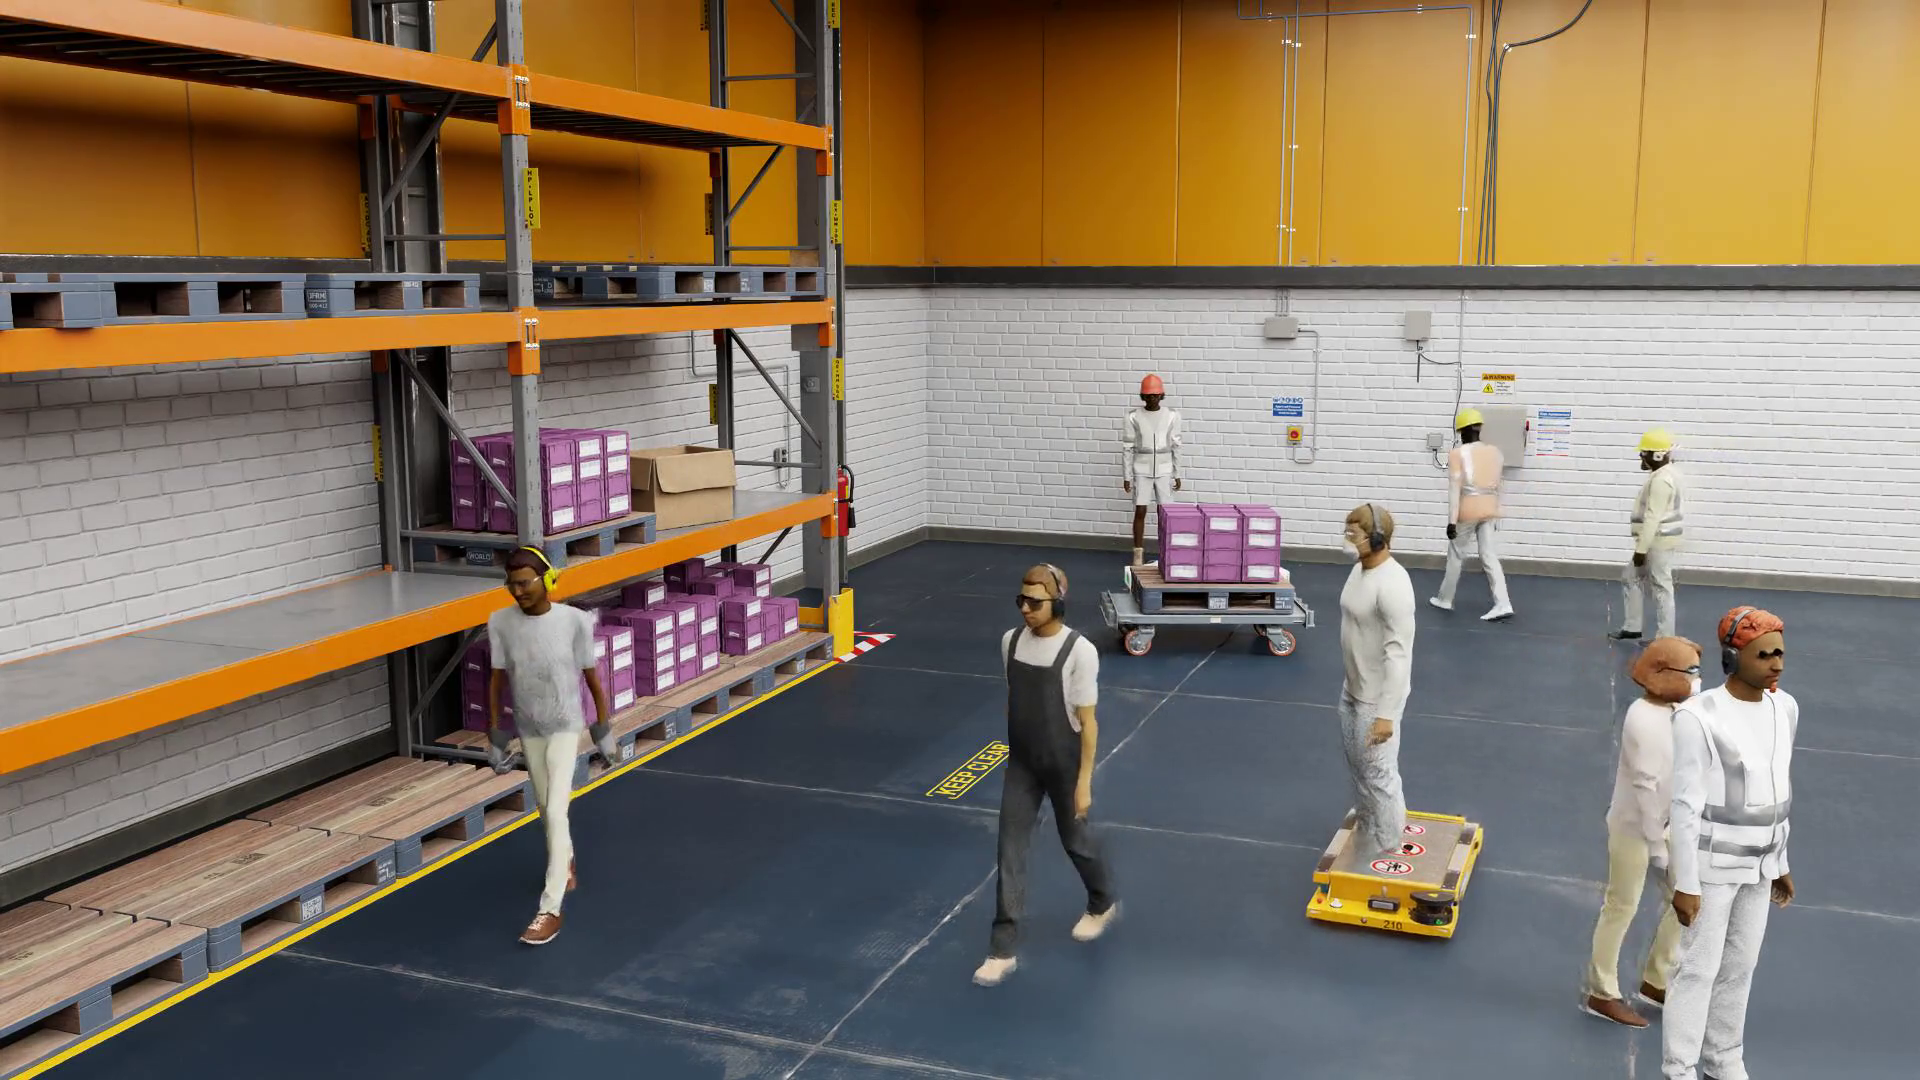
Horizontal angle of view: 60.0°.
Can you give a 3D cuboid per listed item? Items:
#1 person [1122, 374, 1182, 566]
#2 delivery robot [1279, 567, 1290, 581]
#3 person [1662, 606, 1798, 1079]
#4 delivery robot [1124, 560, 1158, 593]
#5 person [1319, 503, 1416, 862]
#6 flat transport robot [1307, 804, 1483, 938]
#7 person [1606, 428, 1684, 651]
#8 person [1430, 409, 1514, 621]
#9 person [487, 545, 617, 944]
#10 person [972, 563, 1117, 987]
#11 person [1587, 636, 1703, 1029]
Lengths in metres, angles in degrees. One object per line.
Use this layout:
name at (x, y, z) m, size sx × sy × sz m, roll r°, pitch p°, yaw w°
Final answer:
person at (1.979, -0.693, 17.120) m, size 0.611 × 2.034 × 0.429 m, roll 0°, pitch 9°, yaw -1°
delivery robot at (2.556, 0.364, 14.790) m, size 0.707 × 0.478 × 0.477 m, roll -2°, pitch 9°, yaw -10°
person at (2.737, 1.165, 5.894) m, size 0.577 × 1.883 × 0.353 m, roll -5°, pitch 10°, yaw -29°
delivery robot at (1.818, 0.357, 14.831) m, size 0.707 × 0.478 × 0.477 m, roll 1°, pitch 9°, yaw 5°
person at (2.019, 0.775, 8.172) m, size 0.356 × 1.936 × 0.635 m, roll -1°, pitch 9°, yaw -4°
flat transport robot at (2.187, 1.593, 8.253) m, size 0.652 × 0.197 × 1.431 m, roll 4°, pitch 10°, yaw 22°
person at (5.501, 0.003, 13.406) m, size 0.669 × 1.806 × 0.633 m, roll 4°, pitch 10°, yaw 24°
person at (4.572, -0.226, 14.763) m, size 0.638 × 1.860 × 0.989 m, roll -3°, pitch 10°, yaw -18°
person at (-1.916, 0.897, 7.840) m, size 0.579 × 1.817 × 0.988 m, roll 1°, pitch 9°, yaw 5°
person at (0.413, 0.978, 7.330) m, size 0.522 × 1.808 × 0.945 m, roll 7°, pitch 11°, yaw 37°
person at (2.800, 1.181, 6.638) m, size 0.527 × 1.617 × 0.507 m, roll 8°, pitch 12°, yaw 42°
